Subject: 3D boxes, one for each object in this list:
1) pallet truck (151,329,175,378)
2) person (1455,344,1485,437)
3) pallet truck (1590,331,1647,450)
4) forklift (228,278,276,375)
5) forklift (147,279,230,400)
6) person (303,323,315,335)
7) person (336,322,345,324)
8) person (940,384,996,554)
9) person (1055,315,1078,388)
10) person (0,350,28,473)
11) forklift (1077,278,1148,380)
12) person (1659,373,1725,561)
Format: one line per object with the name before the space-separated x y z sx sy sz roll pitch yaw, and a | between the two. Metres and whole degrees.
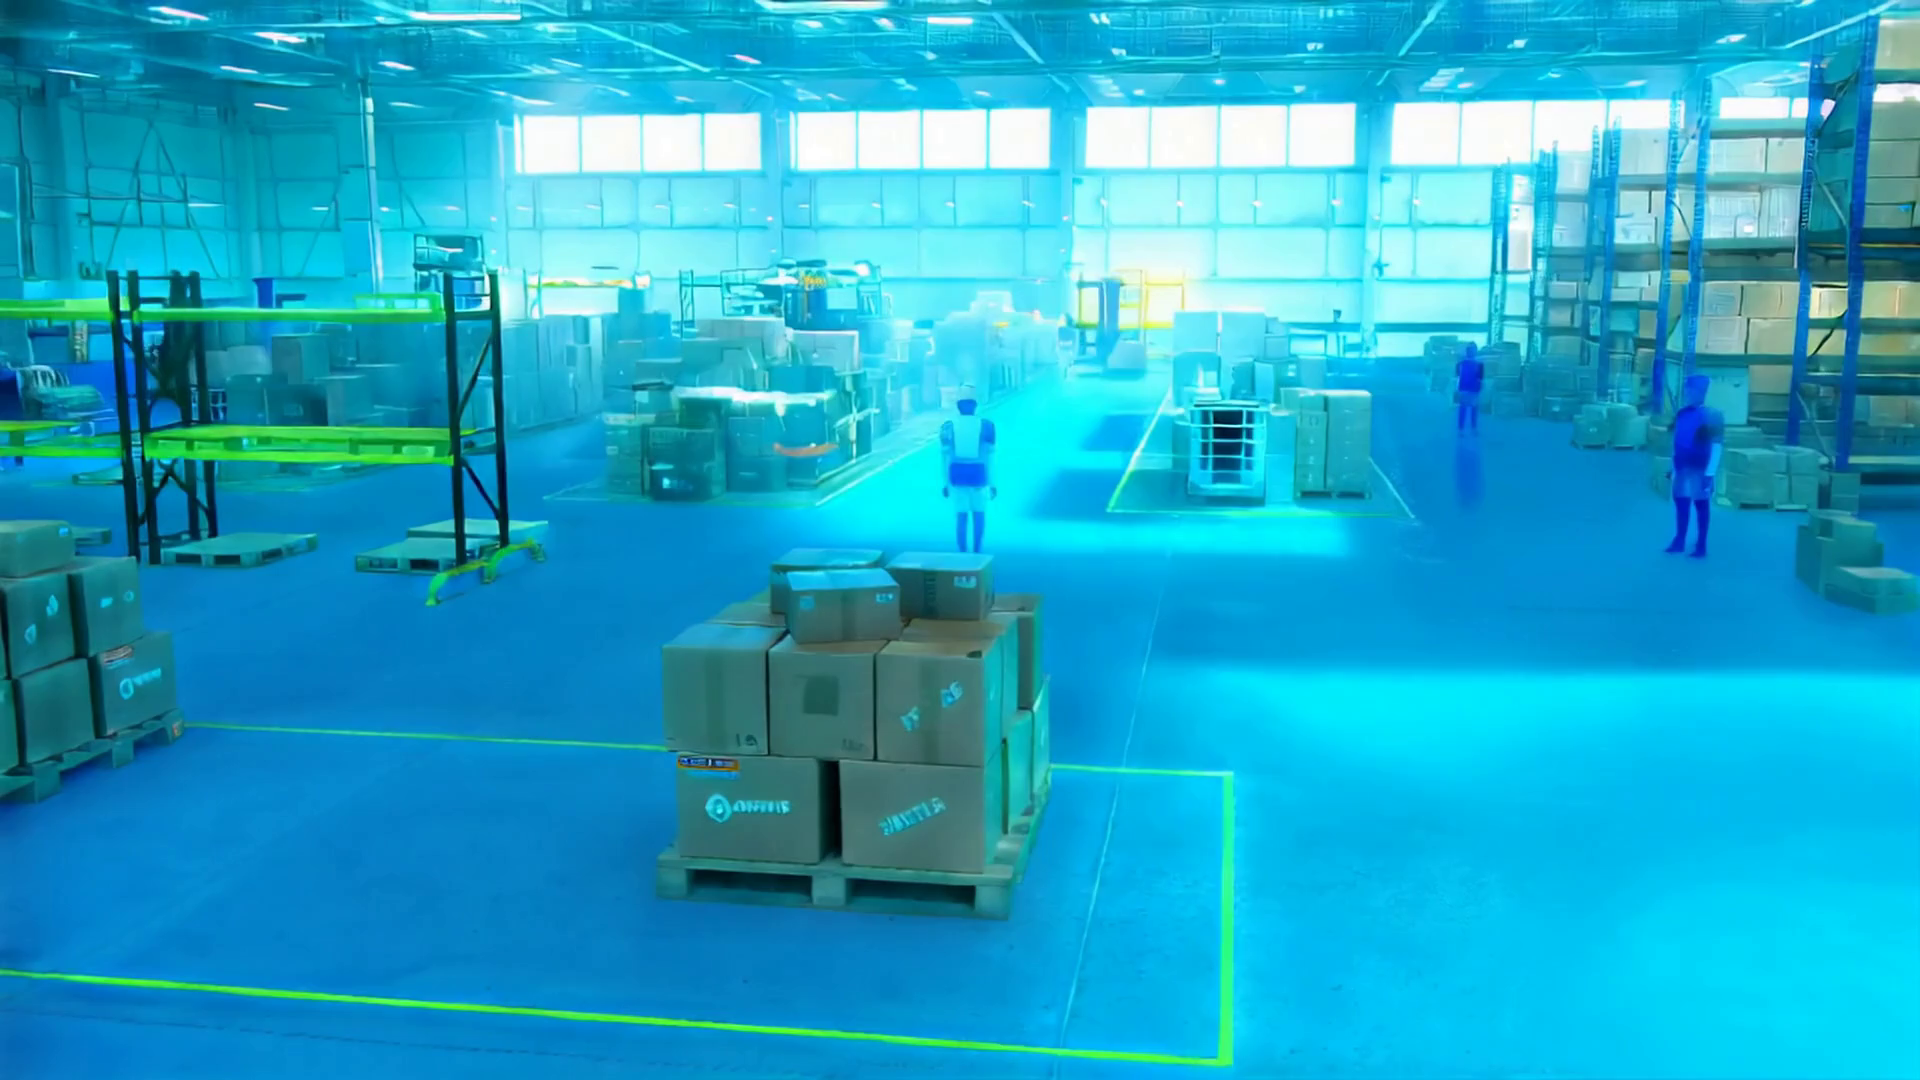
pallet truck | -21.869 -5.598 47.154 0.823 1.965 1.885 4 10 26
person | 9.323 -2.731 30.401 0.536 1.697 0.318 5 11 30
pallet truck | 11.253 -2.573 28.499 0.823 1.965 1.885 5 10 27
forklift | -17.894 -5.356 42.944 1.873 2.768 1.129 -3 10 -18
forklift | -18.331 -4.753 39.231 1.873 2.768 1.129 -5 11 -30
person | -17.318 -4.978 44.436 0.523 1.638 0.310 4 10 25
person | -15.343 -4.607 41.230 0.635 1.936 0.354 2 9 11
person | 0.085 -0.609 16.675 0.572 1.896 0.916 0 9 3
person | 2.744 -4.920 43.322 0.624 1.876 0.939 -1 9 -6
person | -14.330 -1.926 25.013 0.525 1.839 0.338 -7 12 -37
forklift | 4.251 -5.857 46.040 1.873 2.768 1.129 1 9 9
person | 7.684 -0.764 17.437 0.367 1.966 0.607 -4 10 -23
